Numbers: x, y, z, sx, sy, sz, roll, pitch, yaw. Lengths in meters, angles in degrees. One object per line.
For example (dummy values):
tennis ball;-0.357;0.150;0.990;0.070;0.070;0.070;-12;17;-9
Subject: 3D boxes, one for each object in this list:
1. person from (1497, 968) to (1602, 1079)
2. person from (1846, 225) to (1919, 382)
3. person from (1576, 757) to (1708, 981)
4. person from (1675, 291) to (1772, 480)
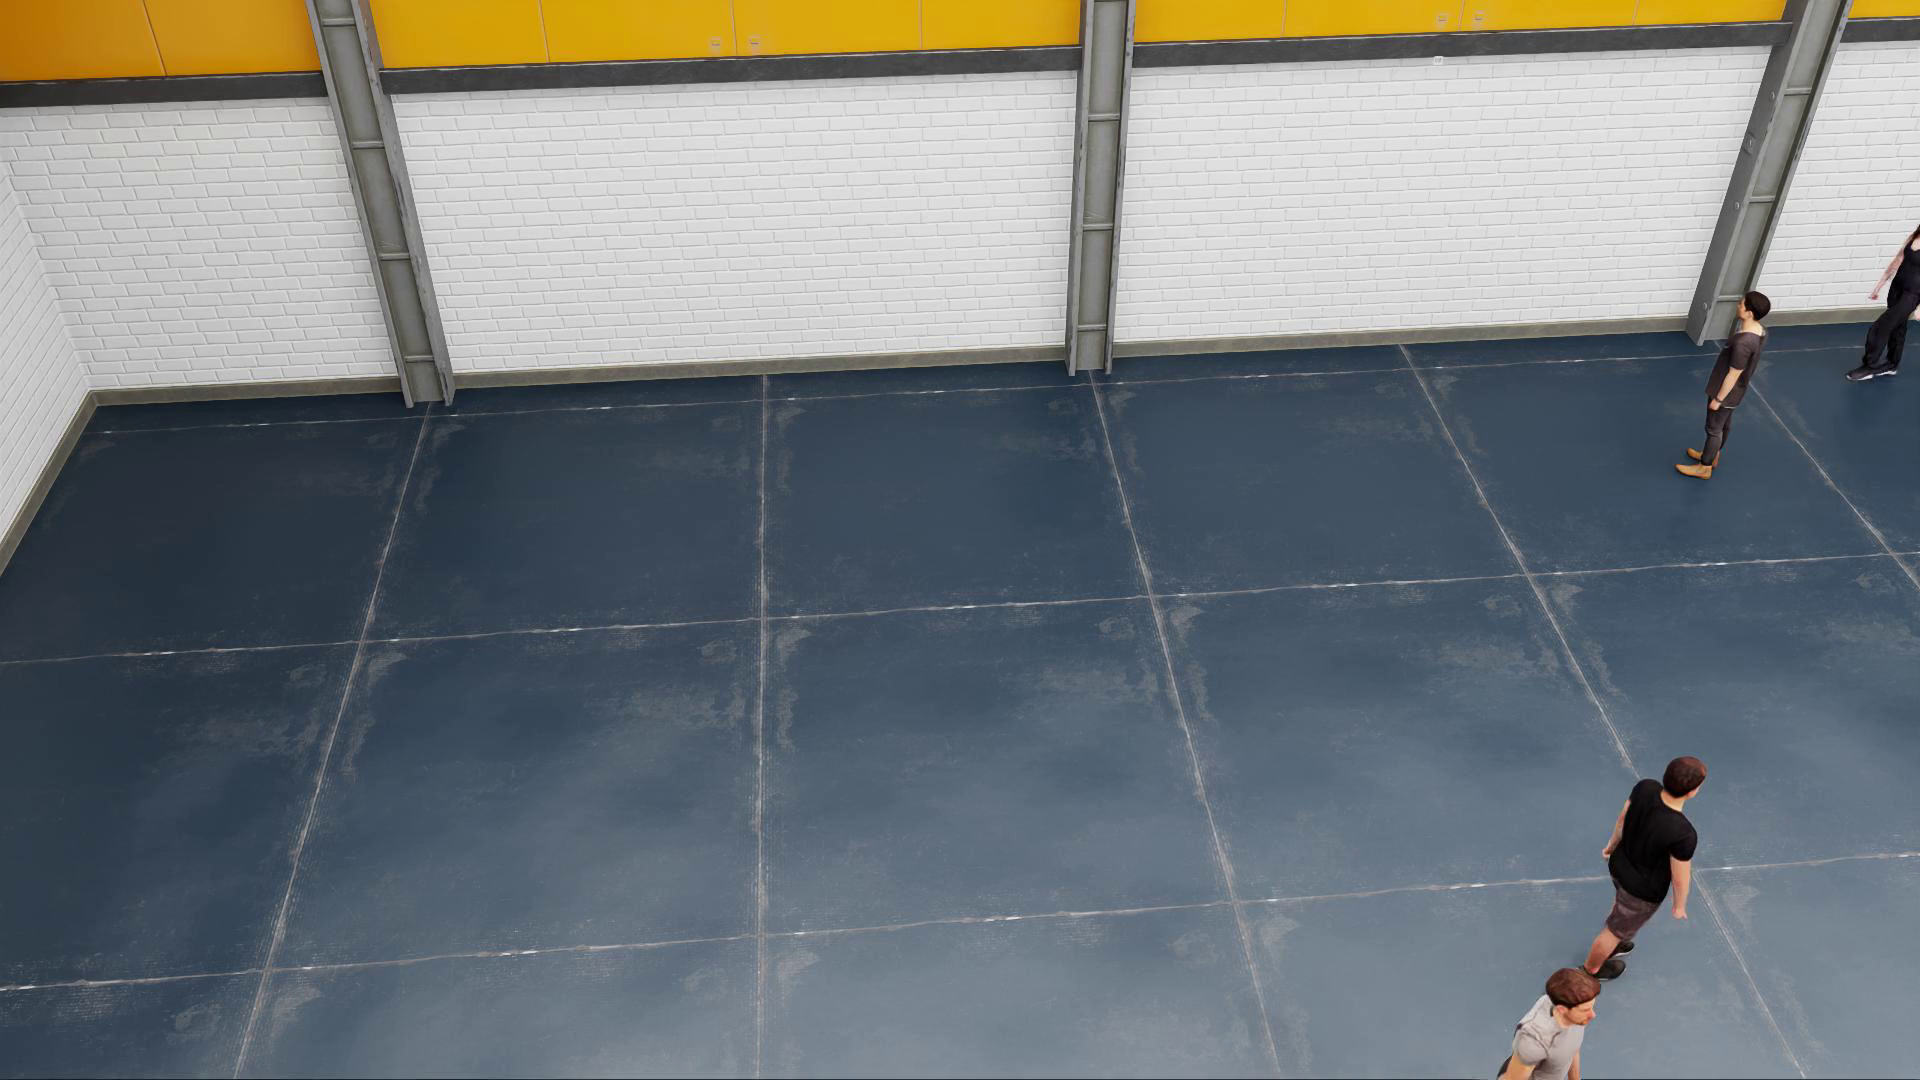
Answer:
person;2.814;2.751;8.500;1.109;1.865;1.065;30;48;32
person;8.519;-2.202;14.810;0.784;1.730;0.641;-5;39;-7
person;3.815;1.929;9.538;0.735;1.853;0.750;-9;40;-11
person;6.326;-1.274;13.657;0.759;1.717;0.703;27;46;29
